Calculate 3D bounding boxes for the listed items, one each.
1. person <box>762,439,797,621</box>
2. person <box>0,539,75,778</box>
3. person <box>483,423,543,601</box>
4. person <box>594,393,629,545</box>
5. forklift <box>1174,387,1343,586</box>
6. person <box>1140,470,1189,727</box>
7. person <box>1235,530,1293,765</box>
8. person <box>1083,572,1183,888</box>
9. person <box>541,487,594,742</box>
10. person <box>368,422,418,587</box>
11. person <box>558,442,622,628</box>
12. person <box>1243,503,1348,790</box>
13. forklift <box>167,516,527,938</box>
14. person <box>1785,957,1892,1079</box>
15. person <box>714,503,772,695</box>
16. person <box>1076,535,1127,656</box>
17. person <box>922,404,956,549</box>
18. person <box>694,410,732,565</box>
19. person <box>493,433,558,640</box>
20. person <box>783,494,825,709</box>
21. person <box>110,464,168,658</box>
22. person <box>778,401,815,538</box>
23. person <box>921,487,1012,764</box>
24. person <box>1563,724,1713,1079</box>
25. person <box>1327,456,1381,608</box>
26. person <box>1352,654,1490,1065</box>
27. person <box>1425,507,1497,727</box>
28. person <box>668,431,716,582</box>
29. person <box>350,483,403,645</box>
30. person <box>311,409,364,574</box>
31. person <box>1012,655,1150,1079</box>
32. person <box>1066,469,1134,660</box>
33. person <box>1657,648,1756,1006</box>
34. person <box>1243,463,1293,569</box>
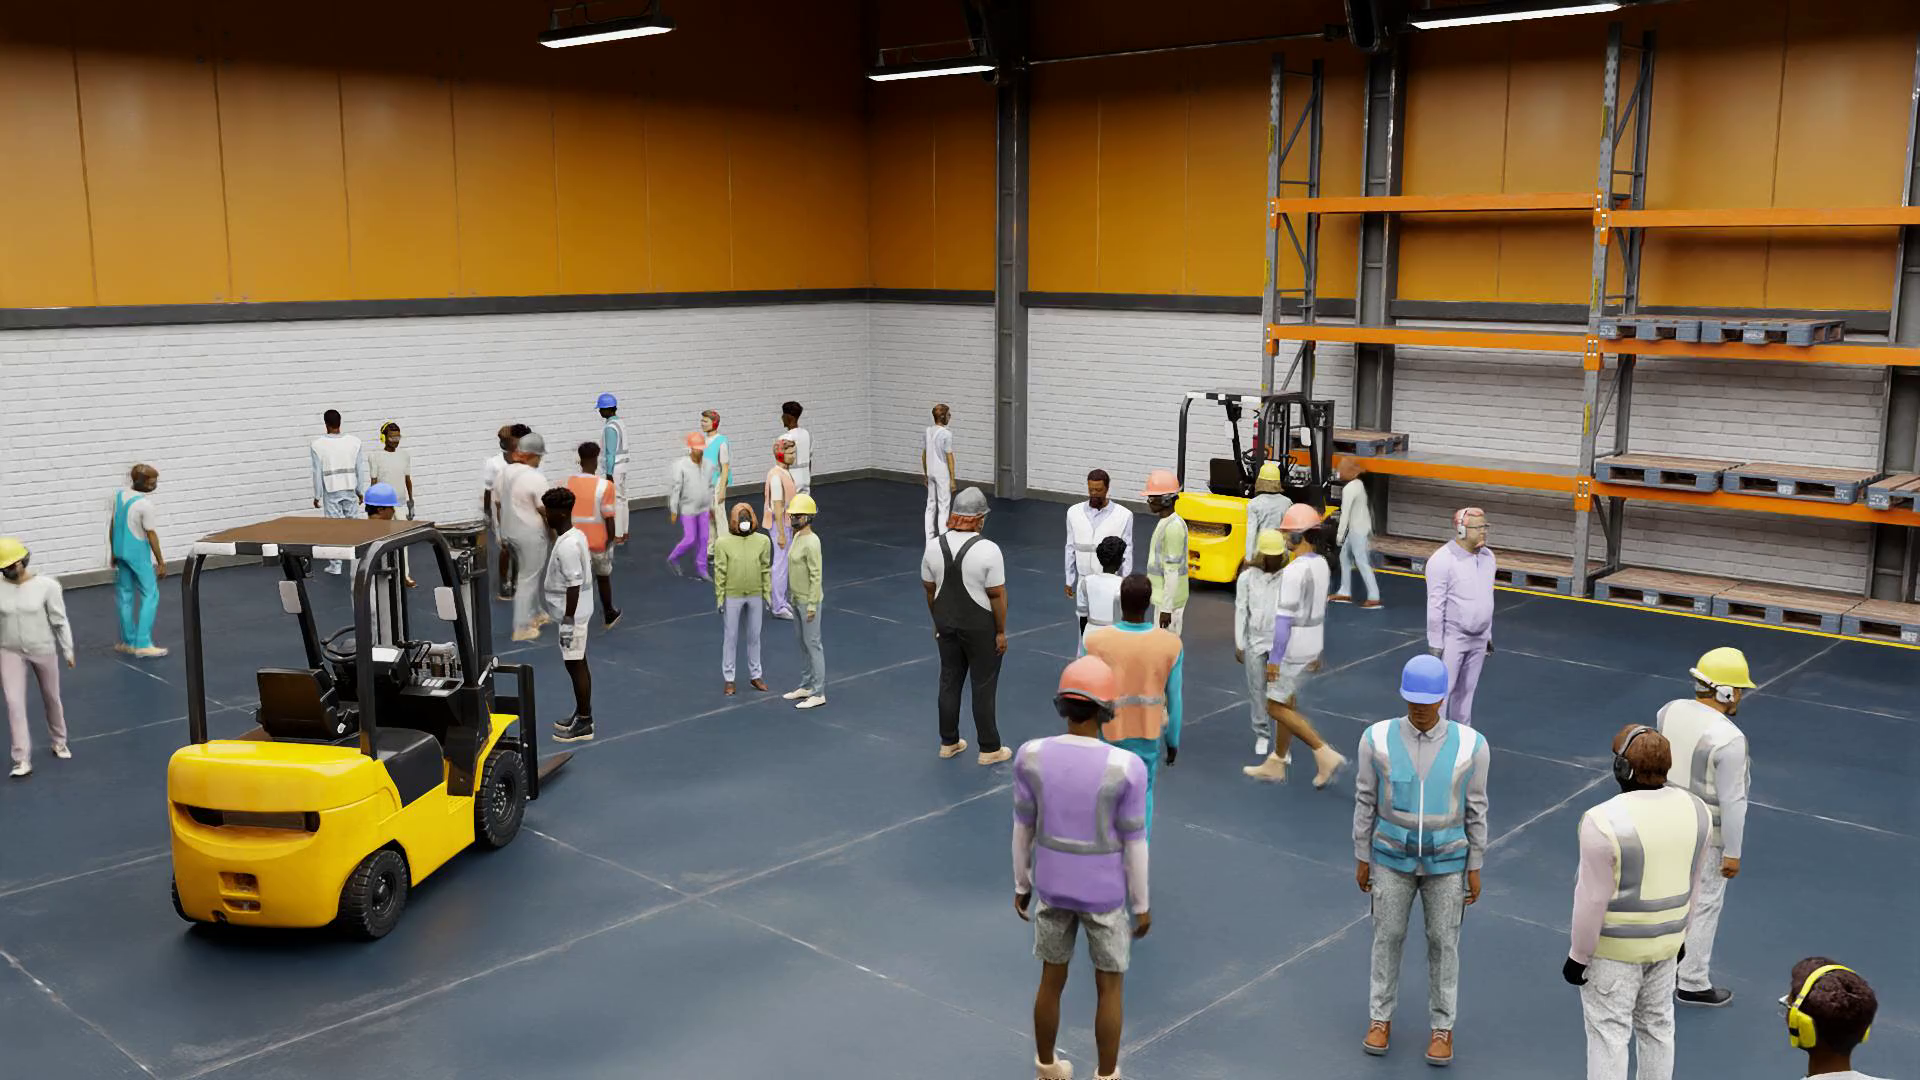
[{"bbox_3d":[-1.813,-0.111,16.929,0.382,1.845,0.571,0,10,0],"label":"person"},{"bbox_3d":[-6.706,0.828,11.955,0.597,1.703,0.862,-4,11,-21],"label":"person"},{"bbox_3d":[-4.761,-0.300,17.771,0.623,1.920,0.595,-5,11,-28],"label":"person"},{"bbox_3d":[-4.415,-0.899,21.161,0.416,1.939,0.604,0,10,0],"label":"person"},{"bbox_3d":[3.298,-0.608,18.767,1.214,2.155,2.313,9,13,42],"label":"forklift"},{"bbox_3d":[1.607,0.459,13.165,0.394,2.036,0.603,0,10,1],"label":"person"},{"bbox_3d":[2.258,0.785,12.196,0.492,1.722,0.670,2,10,10],"label":"person"},{"bbox_3d":[0.998,1.131,9.702,0.613,1.899,0.463,-1,10,-4],"label":"person"},{"bbox_3d":[-3.000,0.562,12.762,0.365,1.962,0.613,-2,10,-9],"label":"person"},{"bbox_3d":[-6.275,-0.372,18.406,0.333,1.855,0.509,10,14,44],"label":"person"},{"bbox_3d":[-3.591,0.004,16.089,0.636,1.895,1.030,1,10,5],"label":"person"},{"bbox_3d":[2.330,0.754,11.493,0.745,2.022,0.644,6,12,32],"label":"person"},{"bbox_3d":[-3.583,0.976,9.748,1.214,2.155,2.313,2,10,11],"label":"forklift"},{"bbox_3d":[2.332,2.054,4.576,0.514,1.861,0.321,-2,10,-10],"label":"person"},{"bbox_3d":[-1.835,0.490,14.114,0.498,1.633,0.285,-4,11,-24],"label":"person"},{"bbox_3d":[1.091,0.806,12.143,0.532,1.694,0.319,8,13,38],"label":"person"},{"bbox_3d":[-0.248,-0.777,20.724,0.329,1.844,0.515,-10,14,-43],"label":"person"},{"bbox_3d":[-2.941,-0.633,19.891,0.390,1.850,0.565,-8,13,-39],"label":"person"},{"bbox_3d":[-4.095,-0.070,16.142,0.706,2.000,0.804,9,14,42],"label":"person"},{"bbox_3d":[-1.285,0.495,13.695,0.296,1.772,0.533,-4,11,-22],"label":"person"},{"bbox_3d":[-7.645,0.186,15.386,0.651,1.807,0.341,4,11,23],"label":"person"},{"bbox_3d":[-1.981,-0.678,19.816,0.367,1.966,0.605,6,11,29],"label":"person"},{"bbox_3d":[0.095,0.615,12.244,0.673,2.000,0.535,7,12,34],"label":"person"},{"bbox_3d":[2.756,1.659,6.872,0.629,1.843,0.429,-4,11,-22],"label":"person"},{"bbox_3d":[4.121,-0.080,17.438,0.715,1.598,0.517,4,11,24],"label":"person"},{"bbox_3d":[2.121,1.467,7.701,0.601,1.939,0.410,3,10,17],"label":"person"},{"bbox_3d":[3.665,0.706,12.097,0.642,1.912,0.399,-6,12,-32],"label":"person"},{"bbox_3d":[-3.013,-0.379,18.766,0.534,1.732,0.590,9,13,42],"label":"person"},{"bbox_3d":[-4.582,0.511,13.150,0.425,1.936,0.615,-9,13,-41],"label":"person"},{"bbox_3d":[-7.202,-0.559,19.290,0.590,1.915,0.392,-8,13,-38],"label":"person"},{"bbox_3d":[0.526,1.506,7.223,0.623,2.035,0.404,5,11,27],"label":"person"},{"bbox_3d":[1.193,0.330,14.251,0.591,1.911,0.399,4,11,22],"label":"person"},{"bbox_3d":[3.701,1.423,8.289,0.403,1.817,0.601,-2,10,-12],"label":"person"},{"bbox_3d":[2.919,0.136,15.817,0.493,1.743,0.295,-3,11,-19],"label":"person"}]
